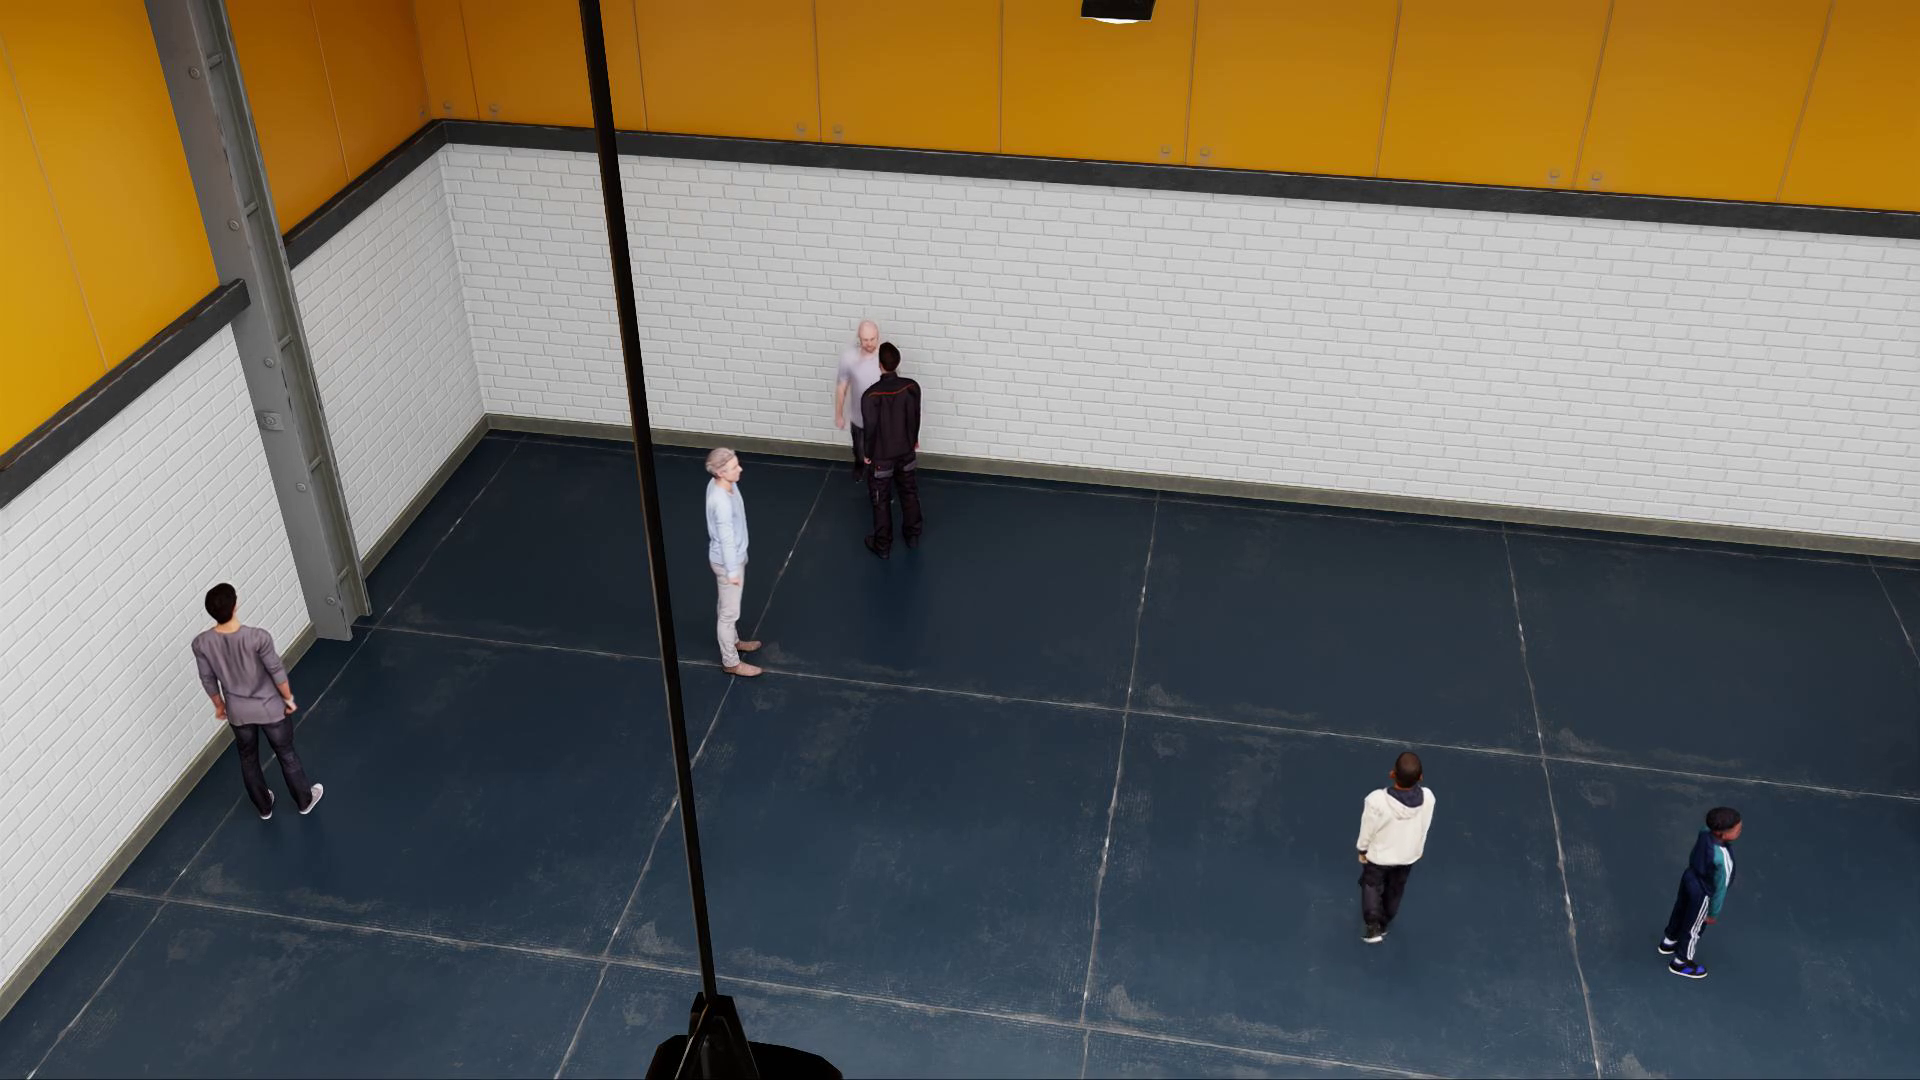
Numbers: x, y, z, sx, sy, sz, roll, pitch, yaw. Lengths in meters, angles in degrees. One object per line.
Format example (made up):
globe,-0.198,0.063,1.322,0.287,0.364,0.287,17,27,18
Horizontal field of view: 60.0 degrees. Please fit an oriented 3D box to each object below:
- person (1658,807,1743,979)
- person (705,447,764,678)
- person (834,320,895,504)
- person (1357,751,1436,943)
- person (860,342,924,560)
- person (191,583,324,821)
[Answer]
person,4.476,2.090,10.028,0.589,1.256,0.444,1,34,1
person,-1.723,0.138,12.389,0.766,1.893,0.591,-2,34,-2
person,-0.754,-1.113,14.357,0.970,1.797,1.033,-9,35,-13
person,2.642,1.915,10.121,0.632,1.444,0.736,1,34,2
person,-0.571,-0.742,13.696,0.774,1.911,0.804,-17,37,-23
person,-4.679,1.080,11.007,0.730,1.853,0.646,-3,34,-5
